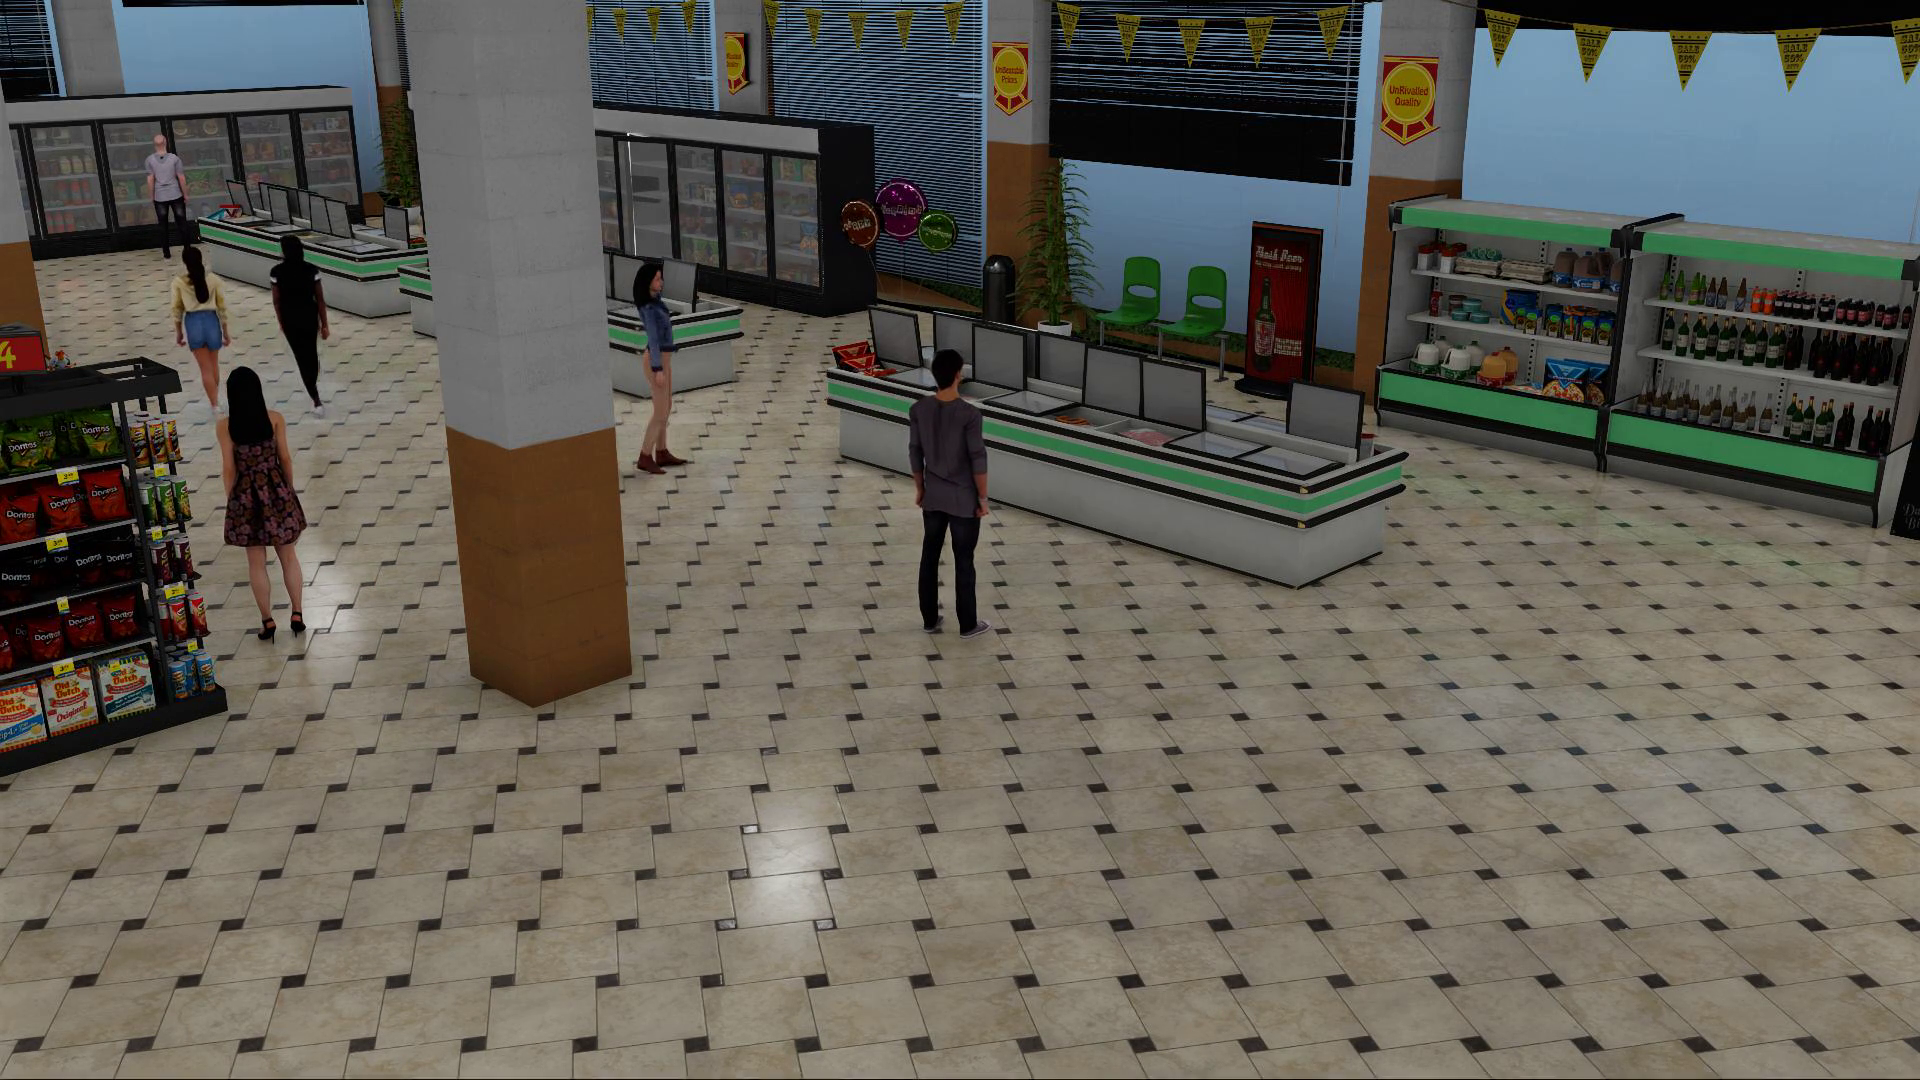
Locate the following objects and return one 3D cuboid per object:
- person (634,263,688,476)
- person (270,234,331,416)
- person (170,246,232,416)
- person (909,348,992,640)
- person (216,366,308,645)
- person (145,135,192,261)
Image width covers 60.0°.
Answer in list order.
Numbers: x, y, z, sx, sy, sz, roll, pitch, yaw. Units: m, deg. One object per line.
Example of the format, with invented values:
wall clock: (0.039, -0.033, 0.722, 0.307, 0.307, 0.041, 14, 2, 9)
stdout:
person: (-2.593, -1.457, 14.084, 0.813, 1.775, 0.747, -2, 19, -5)
person: (-6.282, -2.018, 15.884, 0.753, 1.688, 1.169, -12, 22, -31)
person: (-7.198, -1.948, 15.829, 0.819, 1.592, 1.167, -11, 21, -29)
person: (-0.067, -0.291, 10.506, 0.605, 1.853, 0.795, 9, 21, 25)
person: (-4.374, -0.222, 10.424, 0.705, 1.774, 0.715, -13, 22, -33)
person: (-11.859, -5.140, 24.912, 0.761, 1.837, 0.743, -6, 20, -18)
